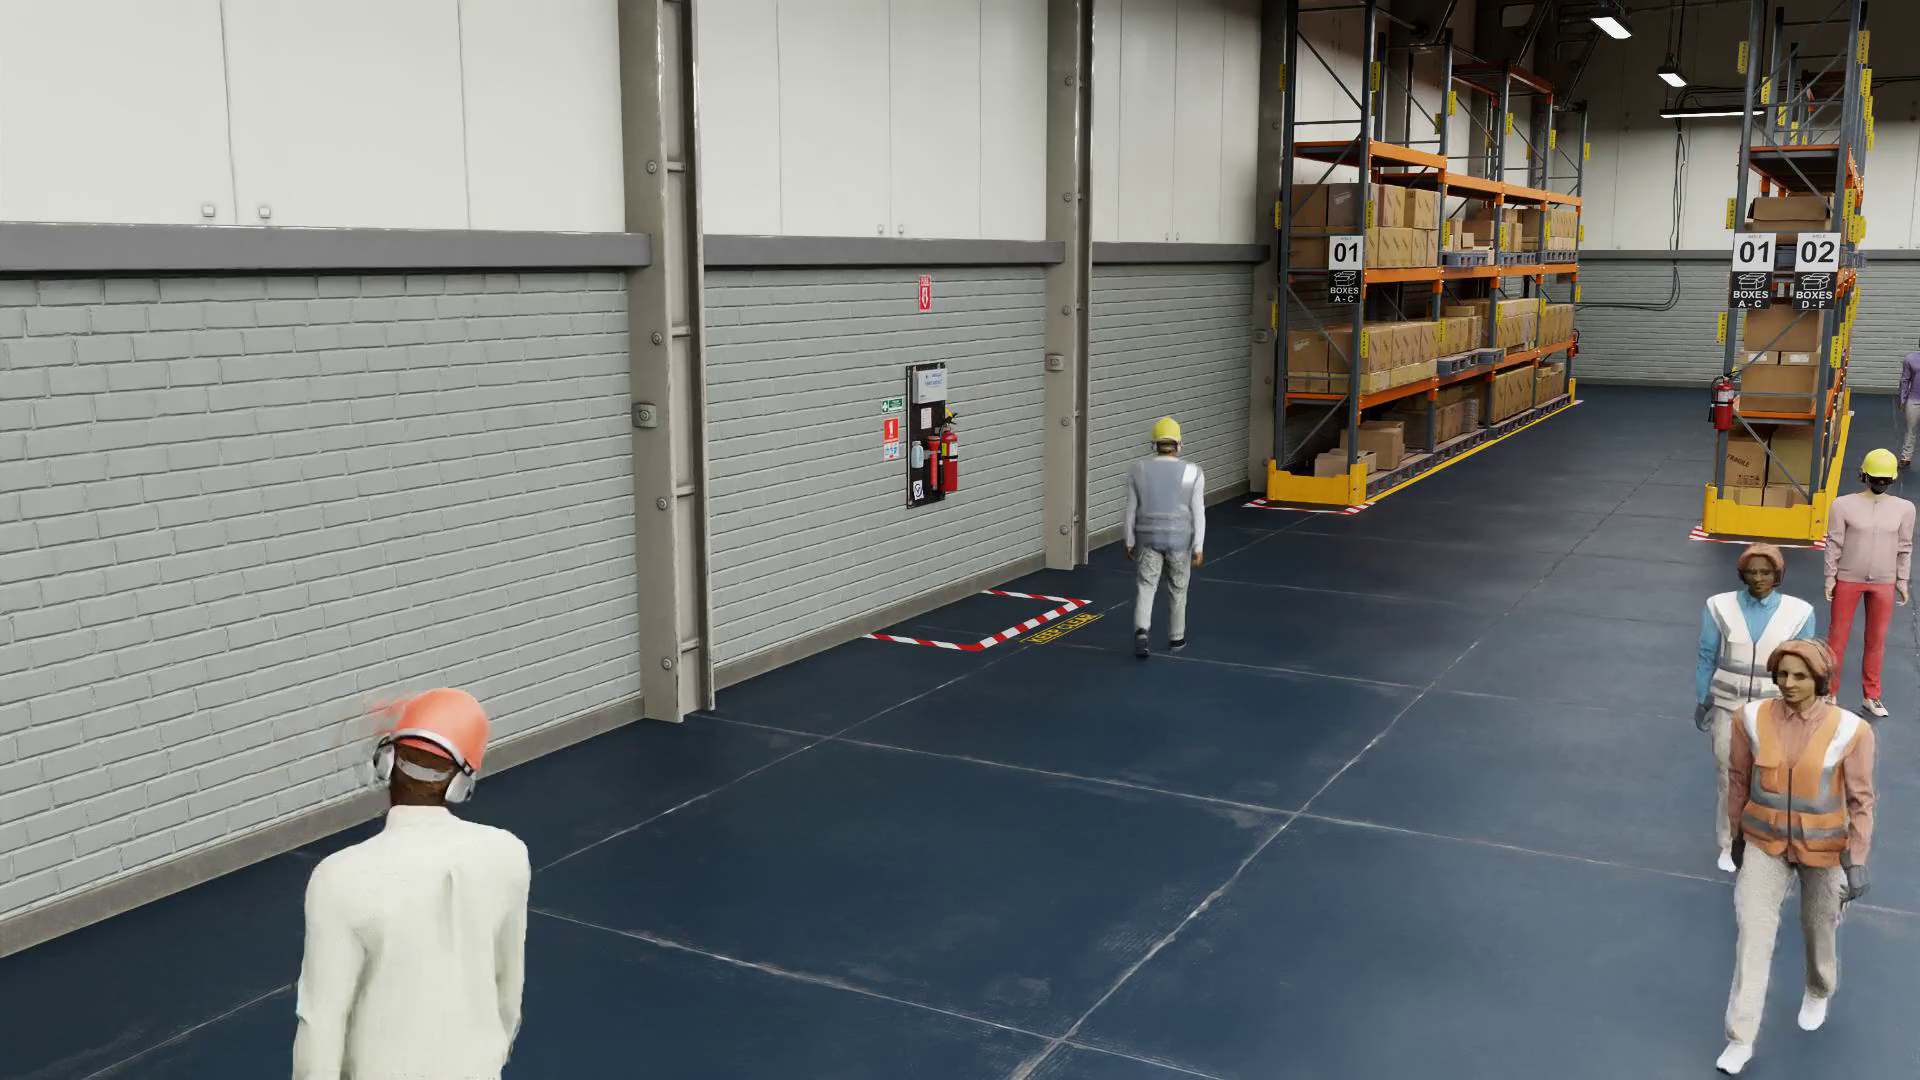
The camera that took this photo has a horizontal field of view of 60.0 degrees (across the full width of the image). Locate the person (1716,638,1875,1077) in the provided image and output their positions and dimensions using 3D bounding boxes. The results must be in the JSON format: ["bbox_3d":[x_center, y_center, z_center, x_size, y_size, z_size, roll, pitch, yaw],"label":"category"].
[{"bbox_3d":[3.141,1.143,6.241,0.519,1.601,0.852,8,12,38],"label":"person"}]

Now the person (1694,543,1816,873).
[{"bbox_3d":[3.828,0.820,8.052,0.513,1.630,0.359,6,11,30],"label":"person"}]

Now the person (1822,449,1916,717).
[{"bbox_3d":[5.908,0.277,10.840,0.522,1.763,0.320,2,10,13],"label":"person"}]

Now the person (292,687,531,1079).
[{"bbox_3d":[-1.333,1.354,4.011,0.390,1.947,0.722,7,12,34],"label":"person"}]

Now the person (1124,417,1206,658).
[{"bbox_3d":[1.525,-0.015,12.405,0.607,1.818,0.703,3,10,15],"label":"person"}]

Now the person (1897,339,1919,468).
[{"bbox_3d":[13.521,-1.947,23.336,0.634,1.938,0.355,9,13,41],"label":"person"}]
